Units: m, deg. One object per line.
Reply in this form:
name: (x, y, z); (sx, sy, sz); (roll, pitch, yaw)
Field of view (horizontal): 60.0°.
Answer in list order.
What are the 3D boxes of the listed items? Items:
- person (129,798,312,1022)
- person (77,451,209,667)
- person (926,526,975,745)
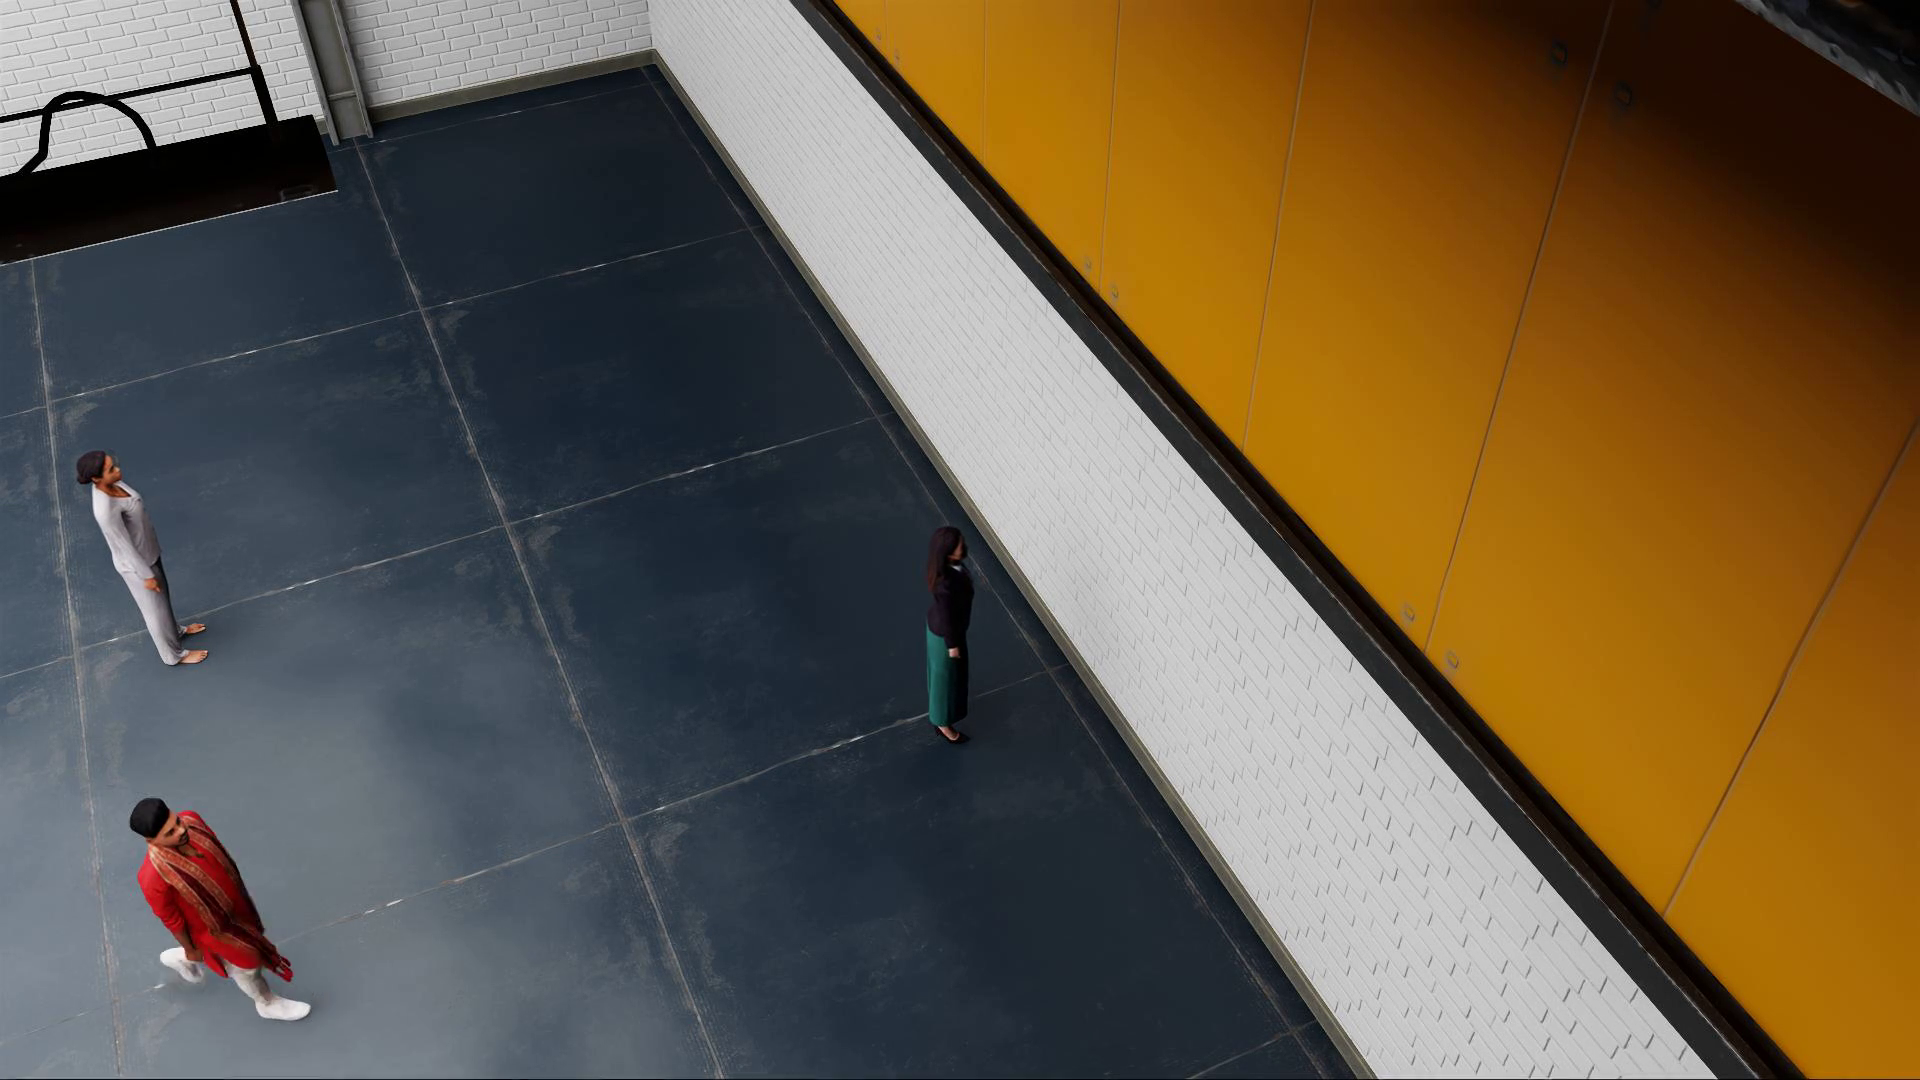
person: (-4.084, 1.960, 8.852); (1.194, 1.859, 1.020); (4, 44, 4)
person: (-5.389, 0.104, 10.889); (0.534, 1.737, 0.632); (-16, 46, -16)
person: (-0.081, 0.575, 10.393); (0.649, 1.738, 0.696); (-3, 44, -3)
